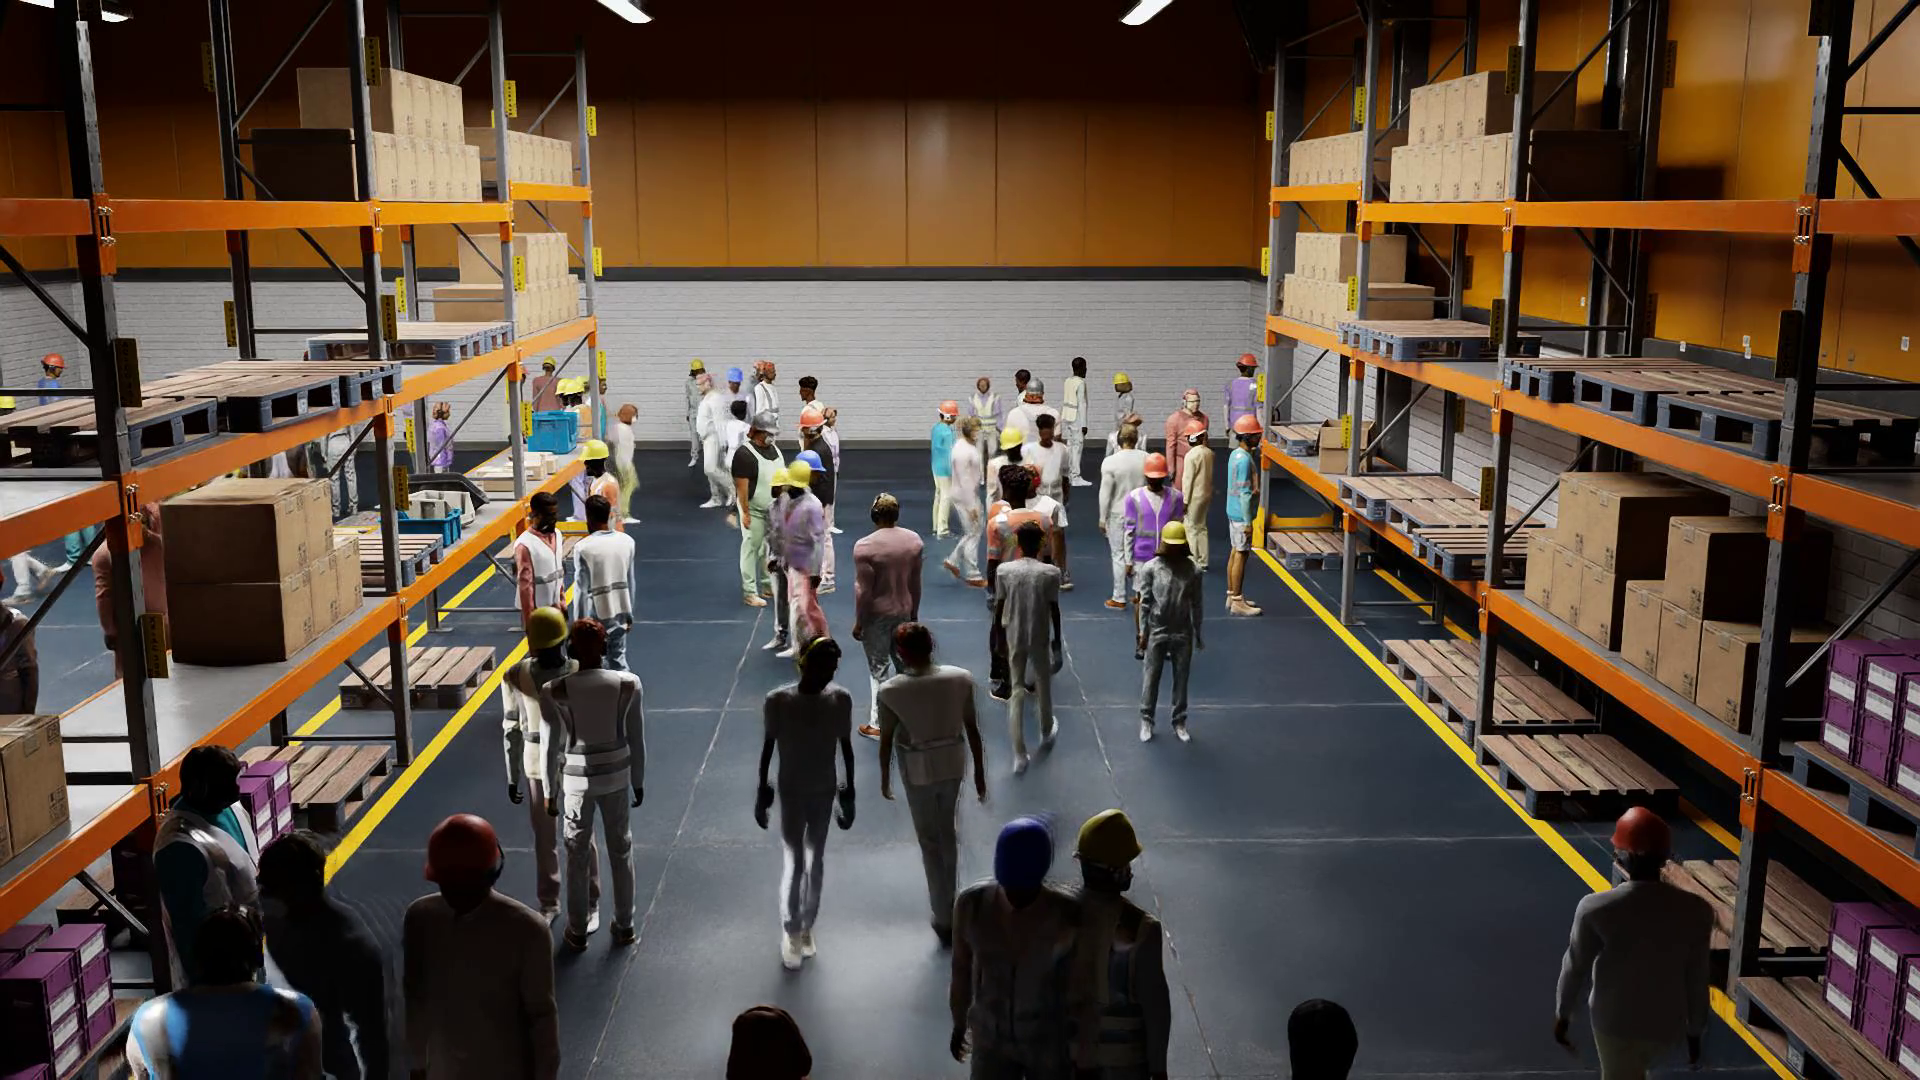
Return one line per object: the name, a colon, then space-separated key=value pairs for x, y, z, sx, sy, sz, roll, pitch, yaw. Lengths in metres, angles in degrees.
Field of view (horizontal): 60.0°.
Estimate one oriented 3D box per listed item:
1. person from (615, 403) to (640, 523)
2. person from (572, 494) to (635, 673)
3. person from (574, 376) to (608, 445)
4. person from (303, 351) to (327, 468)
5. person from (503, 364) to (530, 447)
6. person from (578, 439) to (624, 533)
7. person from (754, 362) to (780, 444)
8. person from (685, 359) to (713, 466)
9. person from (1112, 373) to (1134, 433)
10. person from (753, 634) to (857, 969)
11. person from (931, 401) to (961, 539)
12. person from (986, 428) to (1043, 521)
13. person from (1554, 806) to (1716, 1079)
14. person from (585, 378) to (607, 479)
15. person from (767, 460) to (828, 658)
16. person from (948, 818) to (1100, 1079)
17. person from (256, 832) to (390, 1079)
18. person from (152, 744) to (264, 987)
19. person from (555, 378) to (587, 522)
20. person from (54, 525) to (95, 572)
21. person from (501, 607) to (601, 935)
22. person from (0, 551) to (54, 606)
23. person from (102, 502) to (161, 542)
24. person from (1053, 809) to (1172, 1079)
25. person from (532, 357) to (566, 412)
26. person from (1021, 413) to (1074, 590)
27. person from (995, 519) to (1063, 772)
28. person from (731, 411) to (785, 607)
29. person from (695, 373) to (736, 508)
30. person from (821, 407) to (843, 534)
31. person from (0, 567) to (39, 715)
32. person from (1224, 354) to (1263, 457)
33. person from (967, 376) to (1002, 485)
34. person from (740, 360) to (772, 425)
person: x=-4.354 y=-0.992 z=21.719 sx=0.361 sy=1.607 sz=0.522 roll=-1 pitch=11 yaw=-7
person: x=-2.762 y=0.594 z=12.999 sx=0.386 sy=1.904 sz=0.603 roll=8 pitch=14 yaw=34
person: x=-5.334 y=-1.476 z=23.809 sx=0.543 sy=1.718 sz=0.619 roll=-4 pitch=12 yaw=-18
person: x=-10.267 y=-2.078 z=26.450 sx=0.581 sy=1.882 sz=0.351 roll=-1 pitch=11 yaw=-5
person: x=-6.196 y=-1.511 z=23.323 sx=0.396 sy=1.992 sz=0.622 roll=-3 pitch=12 yaw=-14
person: x=-3.454 y=-0.022 z=16.057 sx=0.399 sy=1.919 sz=0.589 roll=-5 pitch=12 yaw=-23
person: x=-2.810 y=-1.672 z=24.414 sx=0.356 sy=1.883 sz=0.573 roll=3 pitch=12 yaw=13
person: x=-4.162 y=-2.025 z=26.567 sx=0.484 sy=1.734 sz=0.342 roll=3 pitch=12 yaw=14
person: x=2.373 y=-1.581 z=24.343 sx=0.318 sy=1.732 sz=0.489 roll=-3 pitch=12 yaw=-15
person: x=-0.831 y=1.421 z=9.021 sx=0.558 sy=1.834 sz=0.609 roll=-3 pitch=12 yaw=-14
person: x=-0.167 y=-0.878 z=20.802 sx=0.354 sy=1.737 sz=0.573 roll=-4 pitch=12 yaw=-18
person: x=0.567 y=-0.252 z=17.347 sx=0.594 sy=1.861 sz=1.014 roll=1 pitch=11 yaw=5
person: x=2.751 y=1.937 z=6.781 sx=0.569 sy=1.707 sz=0.934 roll=-1 pitch=11 yaw=-4
person: x=-5.017 y=-1.365 z=22.993 sx=0.341 sy=1.840 sz=0.504 roll=-2 pitch=11 yaw=-8
person: x=-1.465 y=0.187 z=15.070 sx=0.424 sy=1.900 sz=0.767 roll=-8 pitch=14 yaw=-36
person: x=0.263 y=1.909 z=6.475 sx=0.638 sy=1.887 sz=0.979 roll=3 pitch=12 yaw=16
person: x=-2.338 y=1.971 z=6.035 sx=0.661 sy=1.919 sz=0.454 roll=10 pitch=15 yaw=40
person: x=-3.242 y=1.772 z=7.295 sx=0.429 sy=1.831 sz=0.631 roll=-1 pitch=11 yaw=-5
person: x=-5.058 y=-1.149 z=21.691 sx=0.371 sy=1.923 sz=0.586 roll=0 pitch=11 yaw=0
person: x=-10.170 y=-0.594 z=18.952 sx=0.403 sy=1.904 sz=0.651 roll=2 pitch=11 yaw=9
person: x=-2.292 y=1.302 z=9.437 sx=0.590 sy=1.913 sz=0.399 roll=0 pitch=11 yaw=-1
person: x=-9.882 y=-0.271 z=17.424 sx=0.658 sy=1.869 sz=0.538 roll=8 pitch=14 yaw=34
person: x=-7.039 y=0.343 z=14.177 sx=0.635 sy=1.931 sz=0.904 roll=3 pitch=12 yaw=15
person: x=0.566 y=1.930 z=6.478 sx=0.590 sy=1.833 sz=0.404 roll=8 pitch=14 yaw=36
person: x=-6.586 y=-2.066 z=26.725 sx=0.529 sy=1.752 sz=0.341 roll=-2 pitch=11 yaw=-9
person: x=0.954 y=-0.404 z=17.950 sx=0.604 sy=1.913 sz=0.964 roll=-3 pitch=12 yaw=-13
person: x=0.530 y=0.743 z=12.435 sx=0.557 sy=1.825 sz=0.933 roll=3 pitch=12 yaw=13
person: x=-2.026 y=-0.341 z=17.344 sx=0.536 sy=2.000 sz=0.673 roll=7 pitch=13 yaw=31
person: x=-3.378 y=-1.363 z=22.895 sx=0.492 sy=1.880 sz=0.658 roll=-4 pitch=12 yaw=-19
person: x=-1.683 y=-0.861 z=20.985 sx=0.313 sy=1.632 sz=0.518 roll=6 pitch=13 yaw=26
person: x=-6.135 y=1.054 z=10.605 sx=0.552 sy=1.936 sz=0.359 roll=4 pitch=12 yaw=20
person: x=4.094 y=-1.659 z=23.952 sx=0.609 sy=2.040 sz=0.394 roll=8 pitch=14 yaw=35
person: x=0.368 y=-1.648 z=24.916 sx=0.532 sy=1.627 sz=0.439 roll=1 pitch=11 yaw=3
person: x=-2.956 y=-1.728 z=24.680 sx=0.402 sy=1.894 sz=0.649 roll=7 pitch=13 yaw=33
